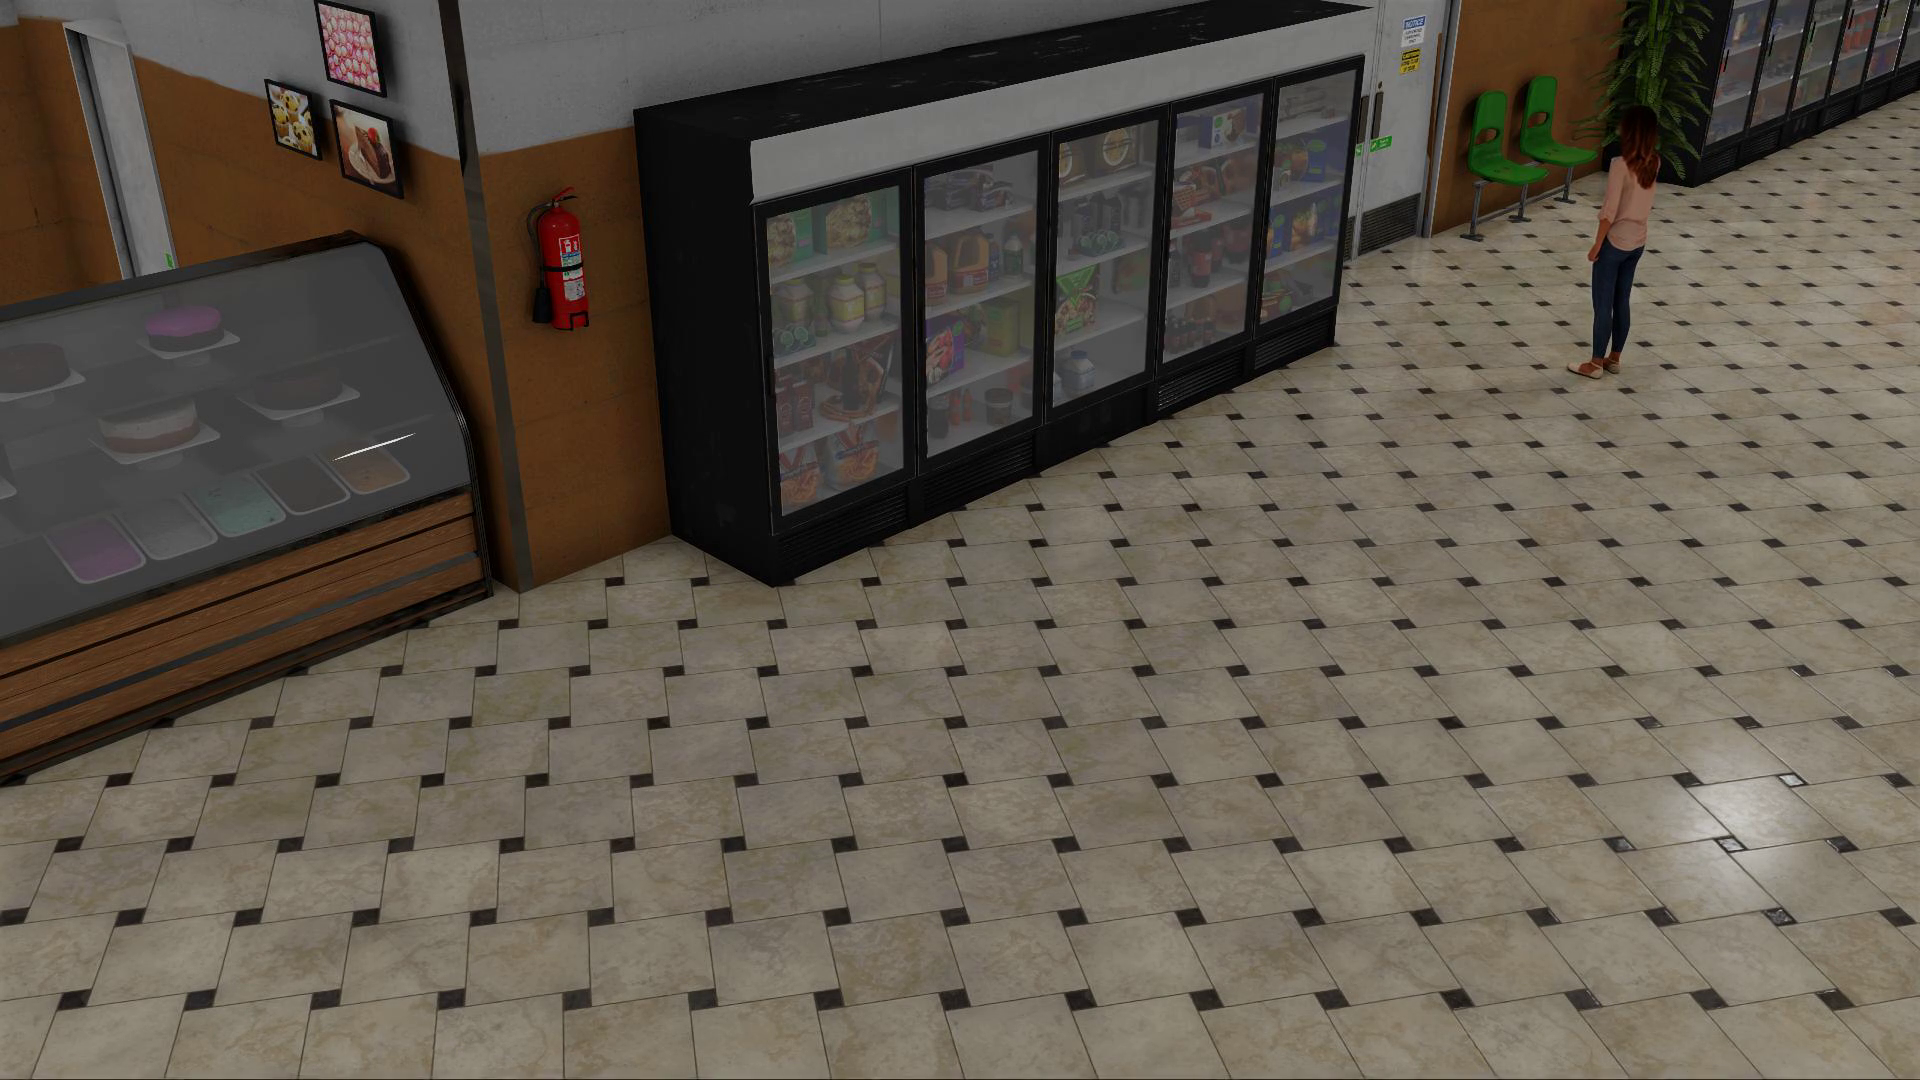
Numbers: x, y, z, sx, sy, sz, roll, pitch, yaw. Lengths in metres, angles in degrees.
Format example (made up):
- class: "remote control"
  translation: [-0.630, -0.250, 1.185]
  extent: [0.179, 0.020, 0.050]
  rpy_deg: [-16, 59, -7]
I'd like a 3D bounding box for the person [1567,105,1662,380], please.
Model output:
- class: "person"
  translation: [4.313, -1.931, 10.856]
  extent: [0.636, 1.792, 0.602]
  rpy_deg: [-15, 30, -27]
